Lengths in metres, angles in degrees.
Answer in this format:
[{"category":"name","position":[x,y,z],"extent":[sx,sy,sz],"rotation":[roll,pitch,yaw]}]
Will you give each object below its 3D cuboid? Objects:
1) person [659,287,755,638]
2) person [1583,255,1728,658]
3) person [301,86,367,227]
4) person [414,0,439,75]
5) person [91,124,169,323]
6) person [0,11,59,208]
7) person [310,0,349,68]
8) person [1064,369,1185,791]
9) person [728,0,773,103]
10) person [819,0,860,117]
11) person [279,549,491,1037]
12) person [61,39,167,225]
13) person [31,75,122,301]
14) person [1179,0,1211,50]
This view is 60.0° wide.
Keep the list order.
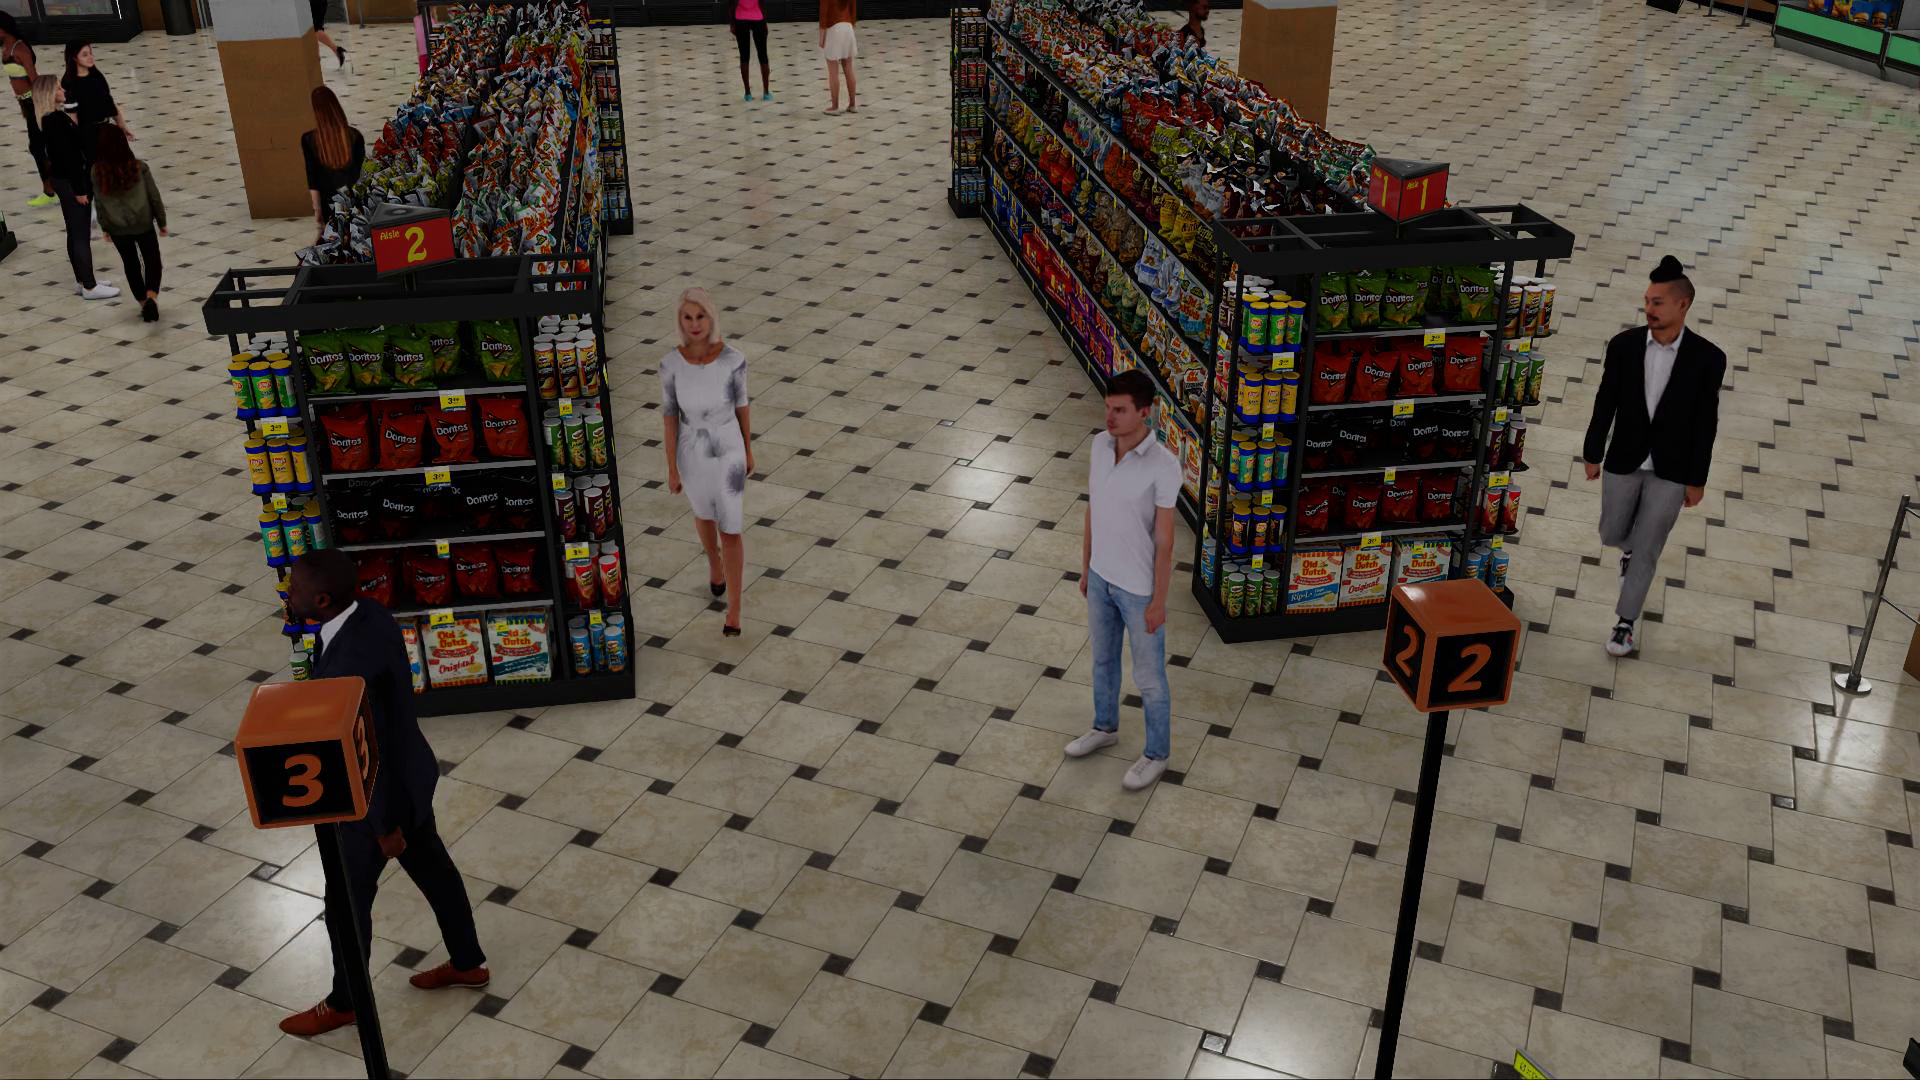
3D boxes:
[{"category":"person","position":[-1.241,-0.421,8.191],"extent":[0.614,1.704,1.086],"rotation":[-3,27,-6]},{"category":"person","position":[3.311,-0.428,7.961],"extent":[1.091,1.924,1.165],"rotation":[14,30,26]},{"category":"person","position":[-4.495,-2.407,12.111],"extent":[0.617,1.700,0.714],"rotation":[-5,27,-10]},{"category":"person","position":[-5.916,-5.455,18.588],"extent":[0.671,1.277,0.734],"rotation":[17,31,30]},{"category":"person","position":[-6.021,-2.254,12.071],"extent":[0.681,1.462,0.853],"rotation":[-10,29,-20]},{"category":"person","position":[-8.253,-3.898,15.037],"extent":[0.991,1.714,1.007],"rotation":[-23,35,-38]},{"category":"person","position":[-7.919,-6.592,20.418],"extent":[1.049,1.651,1.066],"rotation":[10,29,19]},{"category":"person","position":[0.703,0.159,6.888],"extent":[0.786,1.848,0.668],"rotation":[-20,33,-34]},{"category":"person","position":[-2.397,-5.842,18.861],"extent":[0.626,1.721,0.620],"rotation":[-1,27,-1]},{"category":"person","position":[-1.328,-5.566,18.319],"extent":[0.719,1.719,0.711],"rotation":[-23,35,-38]},{"category":"person","position":[-1.853,0.845,5.591],"extent":[0.766,1.796,0.838],"rotation":[-4,27,-8]},{"category":"person","position":[-7.491,-3.455,14.301],"extent":[0.954,1.588,1.142],"rotation":[5,27,10]},{"category":"person","position":[-6.791,-2.685,12.675],"extent":[0.754,1.686,0.628],"rotation":[-19,32,-33]},{"category":"person","position":[2.031,-4.149,15.462],"extent":[1.199,1.776,1.248],"rotation":[11,29,21]}]
